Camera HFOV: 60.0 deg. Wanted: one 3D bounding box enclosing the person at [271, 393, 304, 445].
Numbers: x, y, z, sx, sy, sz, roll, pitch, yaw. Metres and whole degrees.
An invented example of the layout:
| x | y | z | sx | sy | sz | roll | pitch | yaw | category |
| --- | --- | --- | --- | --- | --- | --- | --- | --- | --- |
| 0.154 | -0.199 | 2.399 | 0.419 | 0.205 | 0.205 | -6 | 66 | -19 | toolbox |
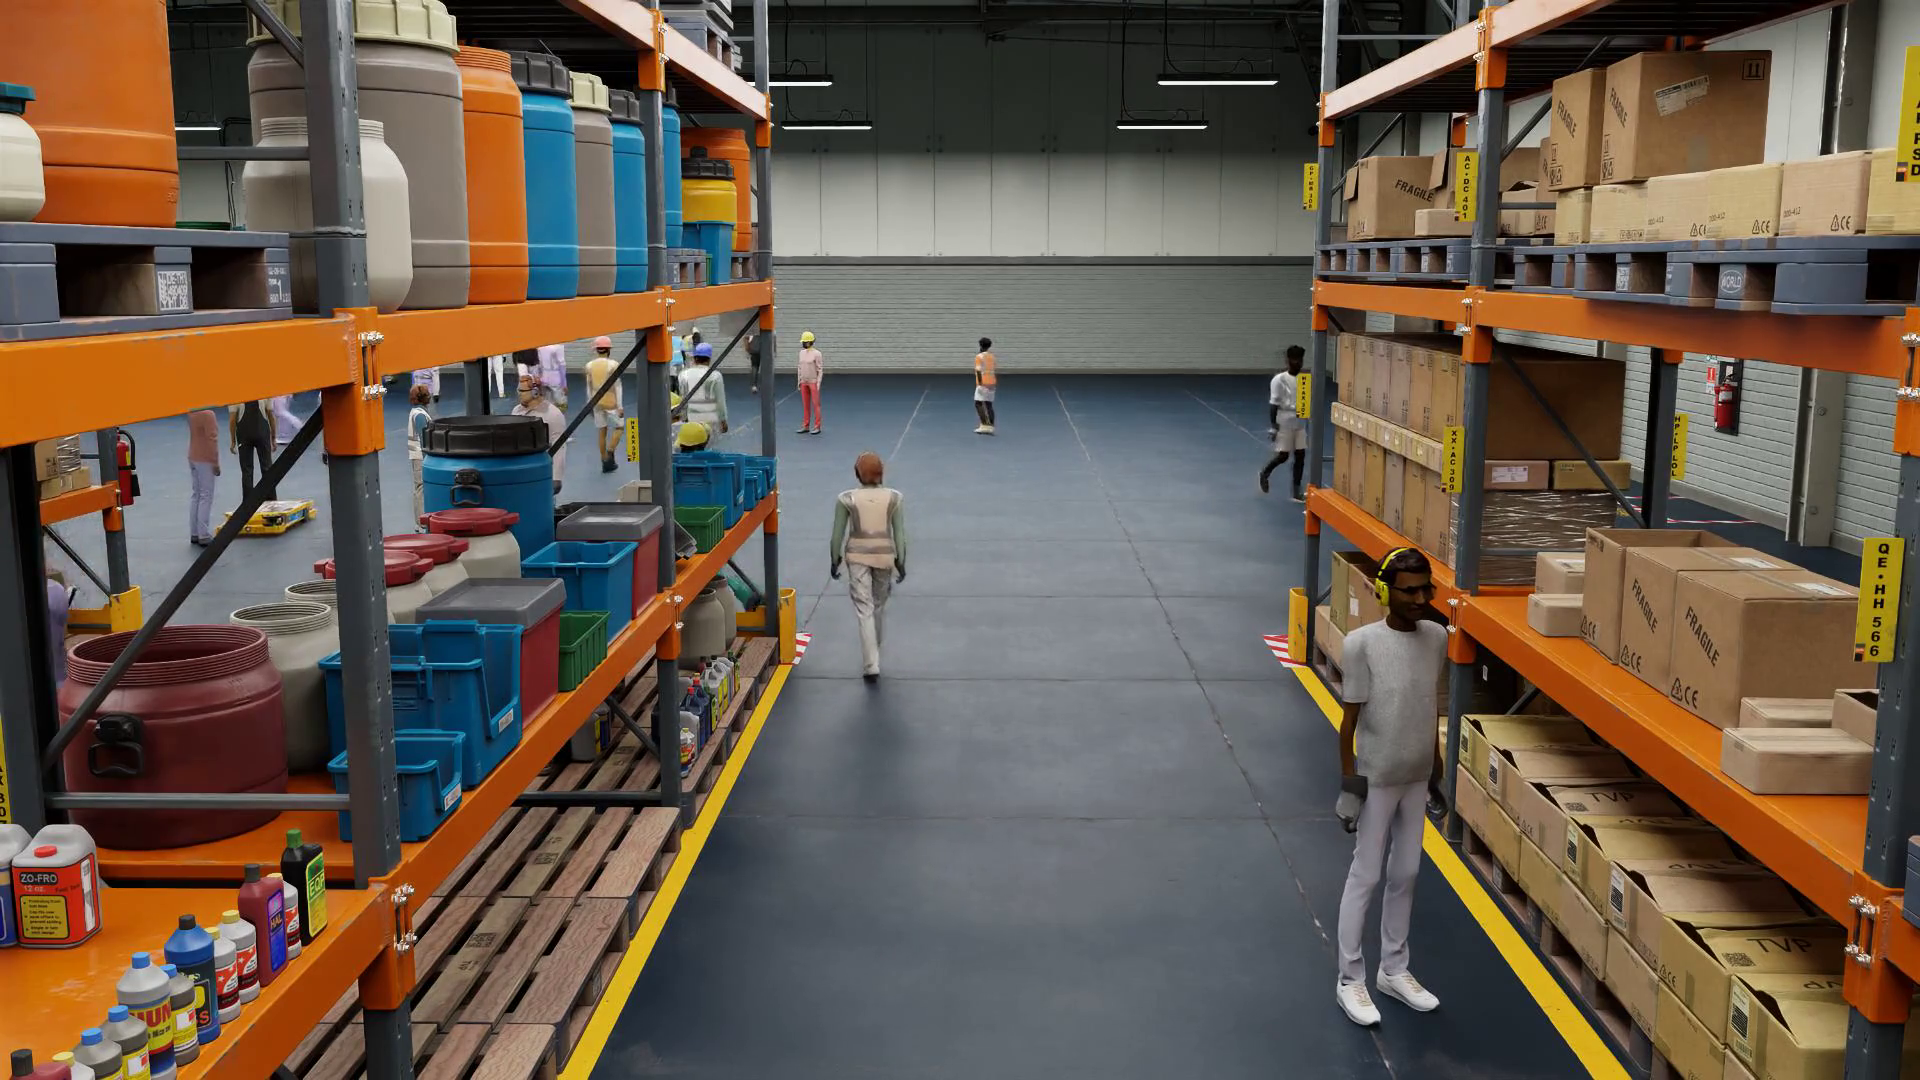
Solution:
| x | y | z | sx | sy | sz | roll | pitch | yaw | category |
| --- | --- | --- | --- | --- | --- | --- | --- | --- | --- |
| -10.894 | -2.464 | 26.862 | 0.758 | 1.889 | 0.644 | 2 | 10 | 14 | person |

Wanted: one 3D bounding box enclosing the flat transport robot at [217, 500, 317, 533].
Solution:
| x | y | z | sx | sy | sz | roll | pitch | yaw | category |
| --- | --- | --- | --- | --- | --- | --- | --- | --- | --- |
| -7.781 | -0.277 | 18.717 | 0.652 | 0.197 | 1.431 | -1 | 9 | -5 | flat transport robot |

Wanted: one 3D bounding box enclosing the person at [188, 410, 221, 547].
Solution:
| x | y | z | sx | sy | sz | roll | pitch | yaw | category |
| --- | --- | --- | --- | --- | --- | --- | --- | --- | --- |
| -7.917 | -0.826 | 17.473 | 0.383 | 1.755 | 0.536 | -9 | 13 | -42 | person |

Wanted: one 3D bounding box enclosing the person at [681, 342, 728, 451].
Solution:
| x | y | z | sx | sy | sz | roll | pitch | yaw | category |
| --- | --- | --- | --- | --- | --- | --- | --- | --- | --- |
| -3.286 | -1.570 | 21.364 | 0.620 | 1.931 | 0.459 | 4 | 10 | 25 | person |

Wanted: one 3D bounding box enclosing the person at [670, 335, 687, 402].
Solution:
| x | y | z | sx | sy | sz | roll | pitch | yaw | category |
| --- | --- | --- | --- | --- | --- | --- | --- | --- | --- |
| -6.114 | -3.744 | 35.227 | 0.554 | 1.636 | 0.935 | -8 | 12 | -39 | person |

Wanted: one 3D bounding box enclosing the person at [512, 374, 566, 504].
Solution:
| x | y | z | sx | sy | sz | roll | pitch | yaw | category |
| --- | --- | --- | --- | --- | --- | --- | --- | --- | --- |
| -4.040 | -0.619 | 15.773 | 0.637 | 1.904 | 0.403 | 5 | 11 | 29 | person |

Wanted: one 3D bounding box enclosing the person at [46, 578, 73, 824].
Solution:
| x | y | z | sx | sy | sz | roll | pitch | yaw | category |
| --- | --- | --- | --- | --- | --- | --- | --- | --- | --- |
| -4.222 | 0.798 | 7.302 | 0.639 | 1.910 | 0.925 | 2 | 10 | 13 | person |

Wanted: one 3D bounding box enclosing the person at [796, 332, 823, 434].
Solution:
| x | y | z | sx | sy | sz | roll | pitch | yaw | category |
| --- | --- | --- | --- | --- | --- | --- | --- | --- | --- |
| -2.607 | -2.717 | 28.762 | 0.523 | 1.761 | 0.328 | 7 | 12 | 37 | person |

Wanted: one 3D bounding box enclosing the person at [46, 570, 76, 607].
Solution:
| x | y | z | sx | sy | sz | roll | pitch | yaw | category |
| --- | --- | --- | --- | --- | --- | --- | --- | --- | --- |
| -7.583 | -0.201 | 13.378 | 0.685 | 1.875 | 0.831 | 7 | 12 | 36 | person |

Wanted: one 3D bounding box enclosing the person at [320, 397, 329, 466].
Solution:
| x | y | z | sx | sy | sz | roll | pitch | yaw | category |
| --- | --- | --- | --- | --- | --- | --- | --- | --- | --- |
| -6.612 | -1.020 | 18.122 | 0.565 | 1.912 | 0.660 | 2 | 10 | 9 | person |

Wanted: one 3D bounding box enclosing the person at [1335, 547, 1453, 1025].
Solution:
| x | y | z | sx | sy | sz | roll | pitch | yaw | category |
| --- | --- | --- | --- | --- | --- | --- | --- | --- | --- |
| 1.708 | 0.944 | 6.504 | 0.538 | 1.869 | 0.312 | -5 | 11 | -26 | person |

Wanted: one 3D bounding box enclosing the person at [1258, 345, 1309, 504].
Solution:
| x | y | z | sx | sy | sz | roll | pitch | yaw | category |
| --- | --- | --- | --- | --- | --- | --- | --- | --- | --- |
| 4.064 | -1.451 | 20.621 | 0.613 | 1.947 | 0.711 | -5 | 11 | -30 | person |

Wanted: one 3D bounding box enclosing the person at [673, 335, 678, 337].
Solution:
| x | y | z | sx | sy | sz | roll | pitch | yaw | category |
| --- | --- | --- | --- | --- | --- | --- | --- | --- | --- |
| -7.472 | -5.057 | 43.136 | 0.307 | 1.641 | 0.514 | 3 | 10 | 20 | person |

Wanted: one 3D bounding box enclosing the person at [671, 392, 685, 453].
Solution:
| x | y | z | sx | sy | sz | roll | pitch | yaw | category |
| --- | --- | --- | --- | --- | --- | --- | --- | --- | --- |
| -2.547 | -0.418 | 14.782 | 0.404 | 1.829 | 0.591 | 2 | 10 | 11 | person |

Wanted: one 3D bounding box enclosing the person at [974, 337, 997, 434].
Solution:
| x | y | z | sx | sy | sz | roll | pitch | yaw | category |
| --- | --- | --- | --- | --- | --- | --- | --- | --- | --- |
| 0.458 | -2.664 | 28.710 | 0.422 | 1.660 | 0.551 | 8 | 12 | 40 | person |

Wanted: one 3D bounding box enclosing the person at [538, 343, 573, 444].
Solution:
| x | y | z | sx | sy | sz | roll | pitch | yaw | category |
| --- | --- | --- | --- | --- | --- | --- | --- | --- | --- |
| -6.637 | -2.547 | 26.967 | 0.653 | 2.019 | 0.619 | 9 | 13 | 43 | person |

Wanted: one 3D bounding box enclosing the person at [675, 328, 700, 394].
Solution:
| x | y | z | sx | sy | sz | roll | pitch | yaw | category |
| --- | --- | --- | --- | --- | --- | --- | --- | --- | --- |
| -5.878 | -3.908 | 35.815 | 0.636 | 1.794 | 0.874 | 7 | 12 | 37 | person |

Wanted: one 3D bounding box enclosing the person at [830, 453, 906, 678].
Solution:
| x | y | z | sx | sy | sz | roll | pitch | yaw | category |
| --- | --- | --- | --- | --- | --- | --- | --- | --- | --- |
| -0.661 | 0.171 | 11.991 | 0.532 | 1.588 | 0.897 | -2 | 10 | -15 | person |

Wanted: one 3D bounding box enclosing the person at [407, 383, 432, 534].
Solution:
| x | y | z | sx | sy | sz | roll | pitch | yaw | category |
| --- | --- | --- | --- | --- | --- | --- | --- | --- | --- |
| -5.842 | -0.879 | 18.100 | 0.309 | 1.645 | 0.515 | -4 | 10 | -24 | person |

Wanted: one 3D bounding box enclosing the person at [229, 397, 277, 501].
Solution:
| x | y | z | sx | sy | sz | roll | pitch | yaw | category |
| --- | --- | --- | --- | --- | --- | --- | --- | --- | --- |
| -8.141 | -1.154 | 19.159 | 0.507 | 1.840 | 0.343 | -5 | 11 | -29 | person |

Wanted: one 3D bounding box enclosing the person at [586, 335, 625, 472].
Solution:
| x | y | z | sx | sy | sz | roll | pitch | yaw | category |
| --- | --- | --- | --- | --- | --- | --- | --- | --- | --- |
| -4.991 | -1.918 | 23.460 | 0.579 | 1.926 | 0.387 | 3 | 10 | 18 | person |

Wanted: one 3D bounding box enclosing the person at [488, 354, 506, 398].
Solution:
| x | y | z | sx | sy | sz | roll | pitch | yaw | category |
| --- | --- | --- | --- | --- | --- | --- | --- | --- | --- |
| -10.272 | -4.043 | 36.470 | 0.625 | 1.840 | 0.430 | -3 | 10 | -16 | person |

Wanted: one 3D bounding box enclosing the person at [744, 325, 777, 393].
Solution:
| x | y | z | sx | sy | sz | roll | pitch | yaw | category |
| --- | --- | --- | --- | --- | --- | --- | --- | --- | --- |
| -4.451 | -4.262 | 37.300 | 0.702 | 2.000 | 0.642 | 1 | 10 | 4 | person |

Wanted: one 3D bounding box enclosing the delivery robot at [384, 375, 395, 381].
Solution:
| x | y | z | sx | sy | sz | roll | pitch | yaw | category |
| --- | --- | --- | --- | --- | --- | --- | --- | --- | --- |
| -14.114 | -4.089 | 40.427 | 0.707 | 0.478 | 0.477 | 5 | 11 | 27 | delivery robot |

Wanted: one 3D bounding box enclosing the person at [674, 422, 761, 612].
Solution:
| x | y | z | sx | sy | sz | roll | pitch | yaw | category |
| --- | --- | --- | --- | --- | --- | --- | --- | --- | --- |
| -1.956 | -0.078 | 13.051 | 0.676 | 1.727 | 0.526 | -1 | 10 | -6 | person |

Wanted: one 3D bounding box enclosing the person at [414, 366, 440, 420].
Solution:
| x | y | z | sx | sy | sz | roll | pitch | yaw | category |
| --- | --- | --- | --- | --- | --- | --- | --- | --- | --- |
| -8.414 | -2.361 | 26.201 | 0.603 | 1.912 | 0.420 | 8 | 13 | 41 | person |

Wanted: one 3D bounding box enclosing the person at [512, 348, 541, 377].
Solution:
| x | y | z | sx | sy | sz | roll | pitch | yaw | category |
| --- | --- | --- | --- | --- | --- | --- | --- | --- | --- |
| -8.653 | -3.579 | 33.340 | 0.615 | 1.963 | 0.931 | -2 | 10 | -11 | person |
